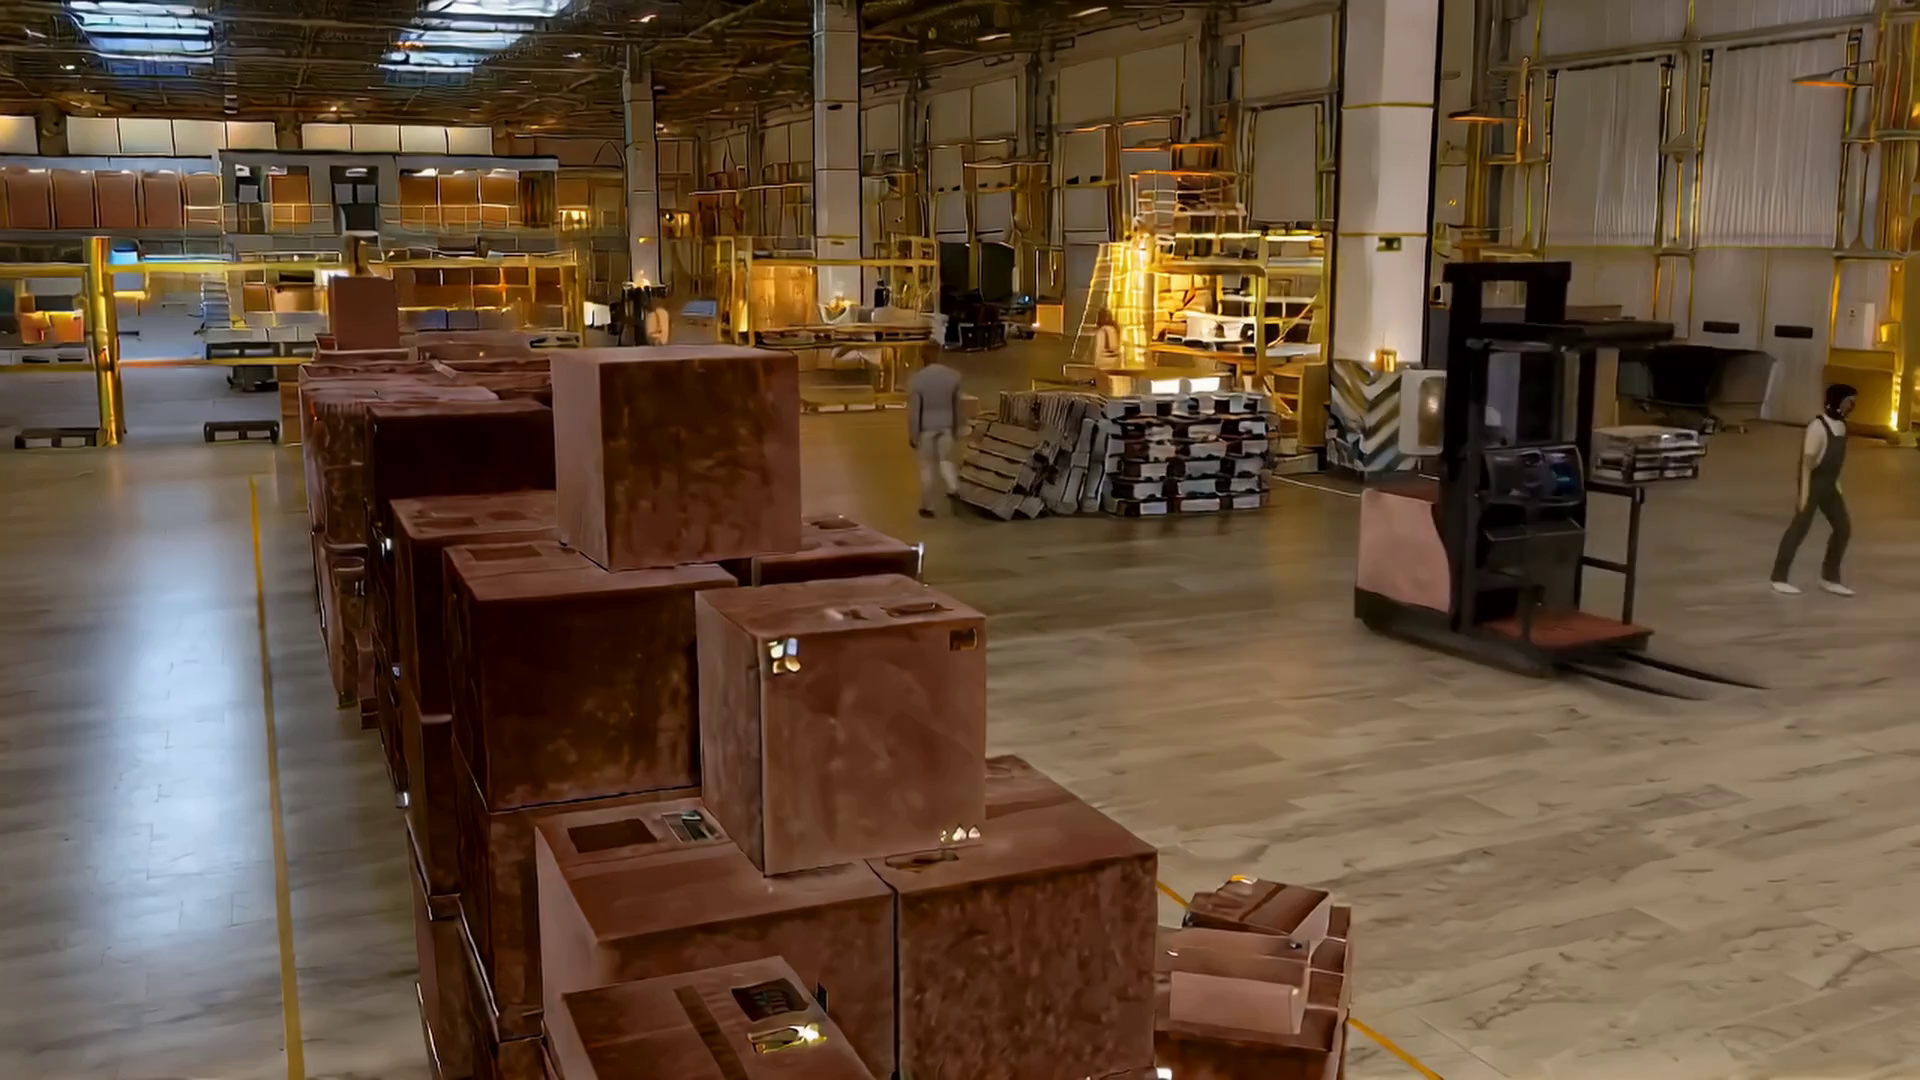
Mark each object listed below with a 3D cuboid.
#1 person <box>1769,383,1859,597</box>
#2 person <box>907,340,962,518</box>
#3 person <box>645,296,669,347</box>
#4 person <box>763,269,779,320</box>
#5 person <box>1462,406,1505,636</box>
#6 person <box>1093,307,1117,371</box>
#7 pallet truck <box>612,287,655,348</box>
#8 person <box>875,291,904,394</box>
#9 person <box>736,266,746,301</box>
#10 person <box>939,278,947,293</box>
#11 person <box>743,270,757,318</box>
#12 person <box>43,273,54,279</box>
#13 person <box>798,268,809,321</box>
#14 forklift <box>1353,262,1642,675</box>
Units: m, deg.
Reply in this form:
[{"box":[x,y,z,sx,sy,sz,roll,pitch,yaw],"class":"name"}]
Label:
[{"box":[7.230,-0.407,13.904,0.574,1.800,0.740,-8,13,-38],"class":"person"},{"box":[-0.256,-1.171,17.778,0.640,1.921,0.577,-5,12,-27],"class":"person"},{"box":[-6.179,-4.094,34.154,0.647,1.827,0.583,8,13,38],"class":"person"},{"box":[-6.946,-9.056,61.226,0.585,1.927,0.366,0,10,-2],"class":"person"},{"box":[3.943,-0.142,12.607,0.294,1.744,0.486,0,10,0],"class":"person"},{"box":[2.455,-2.953,27.779,0.685,1.865,0.578,8,13,37],"class":"person"},{"box":[-6.464,-4.406,35.401,0.823,1.965,1.885,6,12,32],"class":"pallet truck"},{"box":[-1.361,-3.772,31.937,0.608,1.987,0.391,6,12,30],"class":"person"},{"box":[-8.763,-9.939,66.032,0.615,1.945,0.404,1,10,3],"class":"person"},{"box":[-0.675,-7.927,55.649,0.532,1.692,0.320,8,13,37],"class":"person"},{"box":[-7.912,-9.278,62.680,0.429,1.846,0.625,7,12,34],"class":"person"},{"box":[-24.905,-6.270,45.564,0.607,2.039,0.395,0,10,2],"class":"person"},{"box":[-5.671,-8.952,60.669,0.471,1.917,0.581,-4,11,-22],"class":"person"},{"box":[3.919,-0.627,12.142,1.129,2.768,1.873,-5,12,-27],"class":"forklift"}]
